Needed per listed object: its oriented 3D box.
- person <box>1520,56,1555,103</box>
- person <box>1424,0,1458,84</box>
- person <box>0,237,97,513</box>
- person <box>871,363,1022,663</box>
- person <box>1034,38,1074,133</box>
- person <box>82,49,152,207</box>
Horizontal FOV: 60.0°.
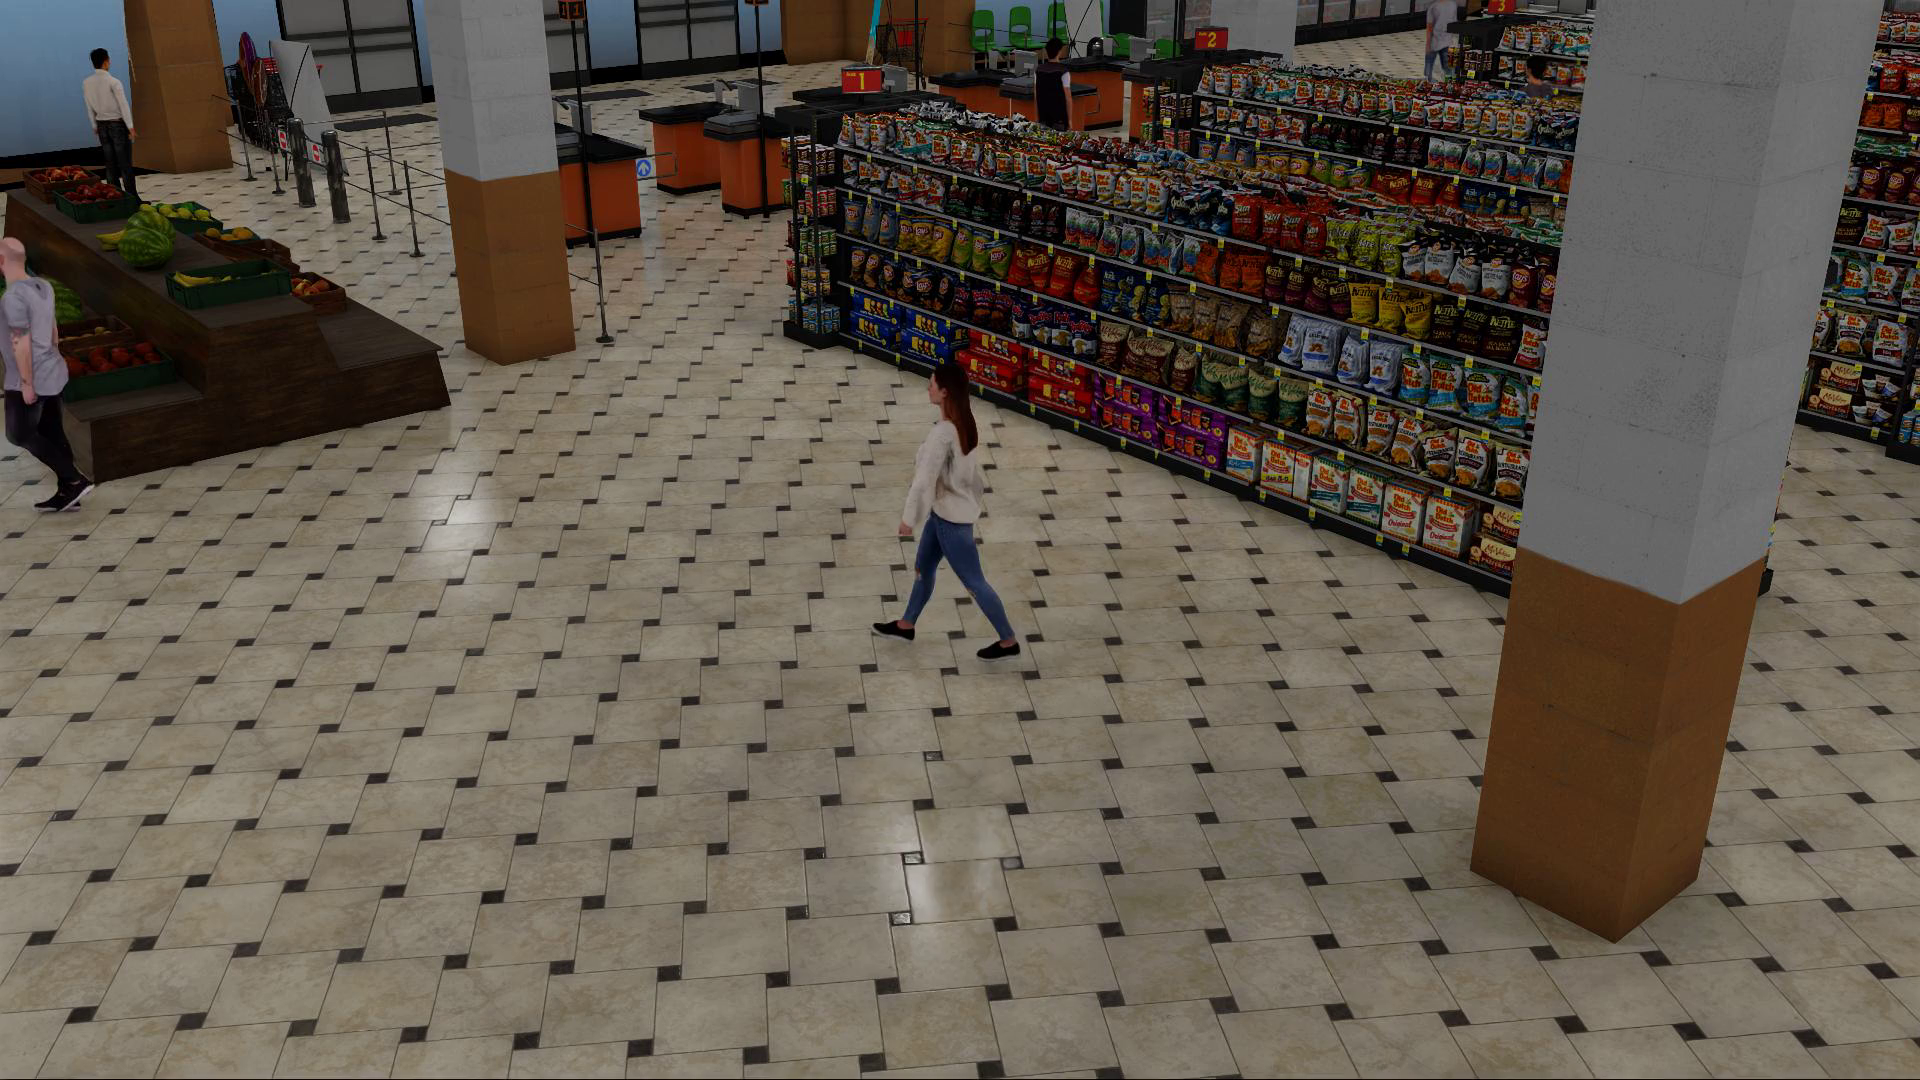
[{"bbox_3d":[6.342,-4.356,18.368,0.723,1.807,1.172,-17,29,-33],"label":"person"},{"bbox_3d":[7.652,-7.888,26.376,1.128,1.859,1.253,0,24,-1],"label":"person"},{"bbox_3d":[-5.881,-1.036,10.779,0.938,1.810,0.854,-3,24,-7],"label":"person"},{"bbox_3d":[0.029,-0.084,8.803,1.186,1.649,1.031,6,24,13],"label":"person"},{"bbox_3d":[1.112,-5.058,19.921,0.617,1.849,0.774,14,27,29],"label":"person"},{"bbox_3d":[-9.831,-4.756,19.285,0.712,1.805,0.800,5,24,11],"label":"person"}]
